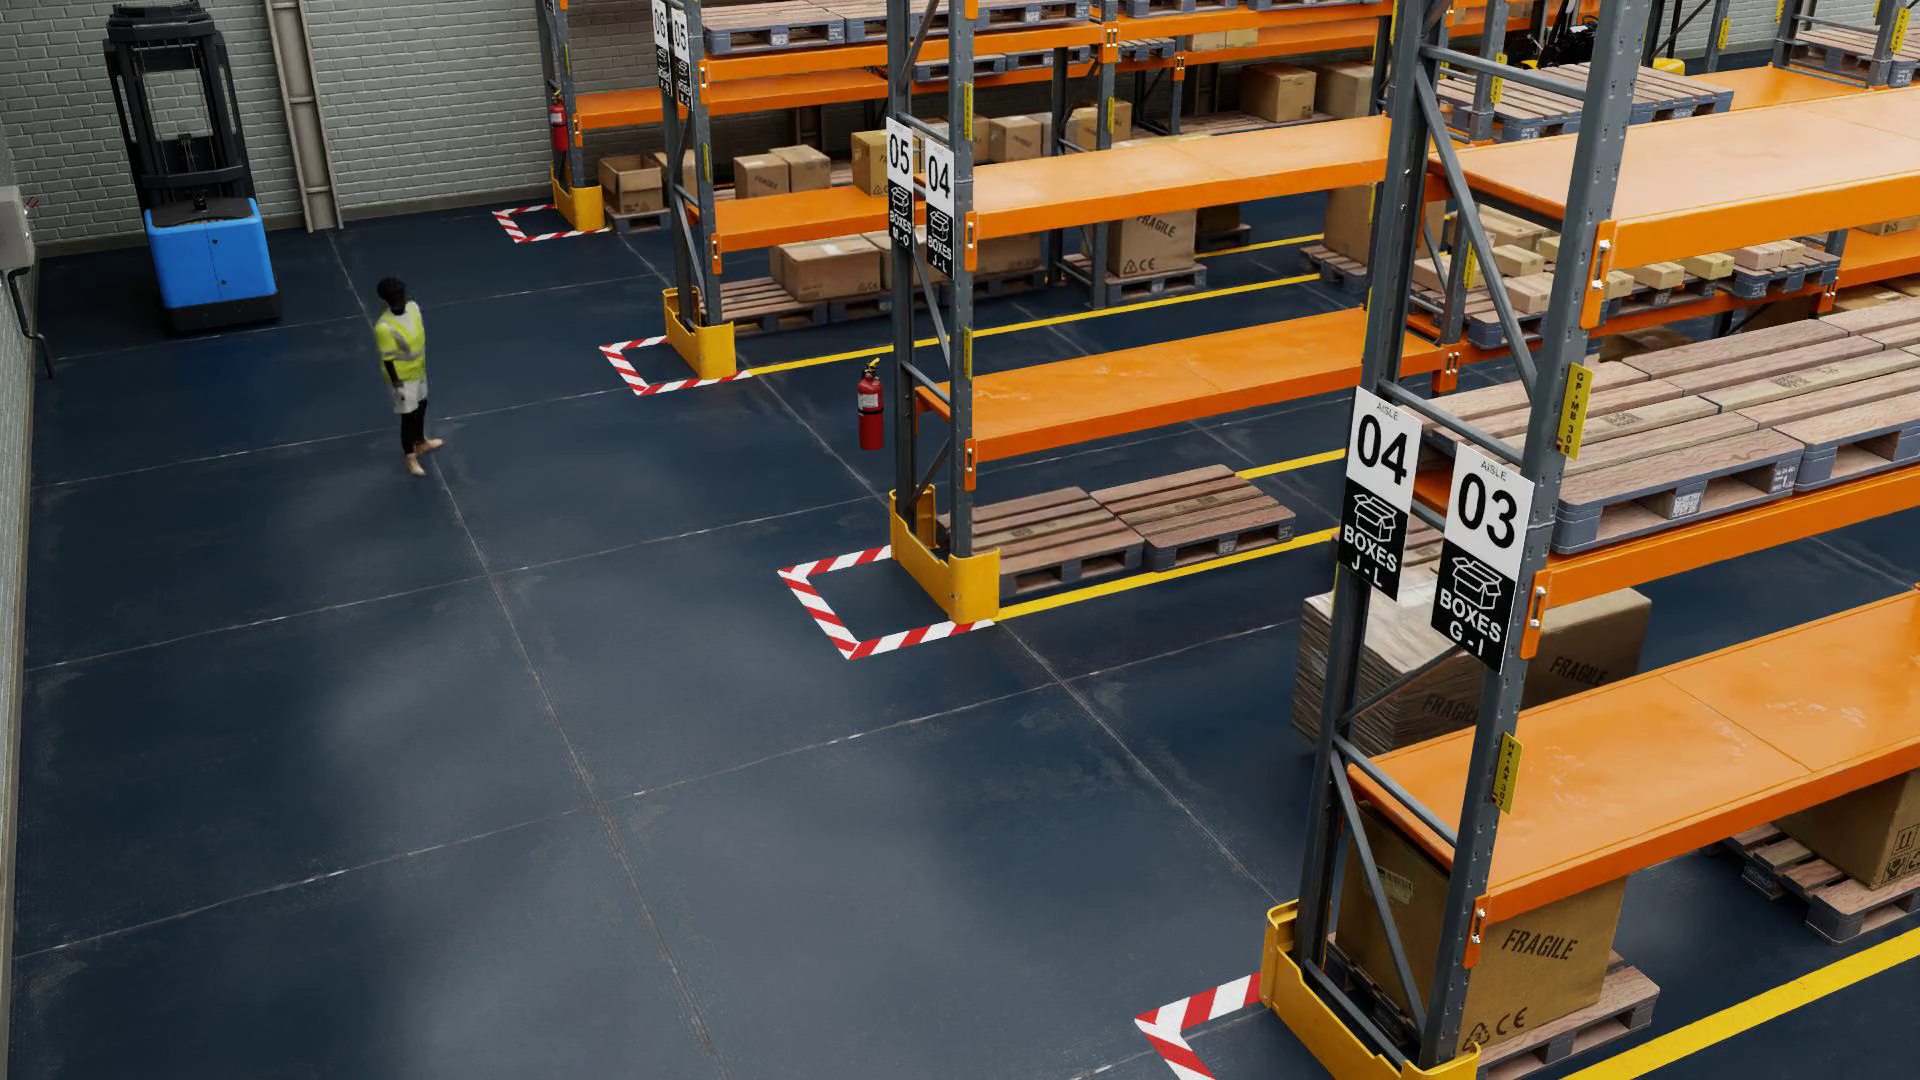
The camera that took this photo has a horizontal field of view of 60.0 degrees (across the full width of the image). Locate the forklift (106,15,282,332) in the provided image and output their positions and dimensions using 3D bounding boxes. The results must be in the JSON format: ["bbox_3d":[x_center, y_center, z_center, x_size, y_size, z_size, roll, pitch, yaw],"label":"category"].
[{"bbox_3d":[-7.548,-3.672,16.323,1.129,2.768,1.873,-12,30,-22],"label":"forklift"}]

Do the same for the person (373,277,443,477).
[{"bbox_3d":[-4.356,-1.331,13.137,0.379,1.658,0.680,6,28,11],"label":"person"}]

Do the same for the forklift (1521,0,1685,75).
[{"bbox_3d":[8.950,-6.807,23.056,1.214,2.155,2.313,-12,30,-22],"label":"forklift"}]
